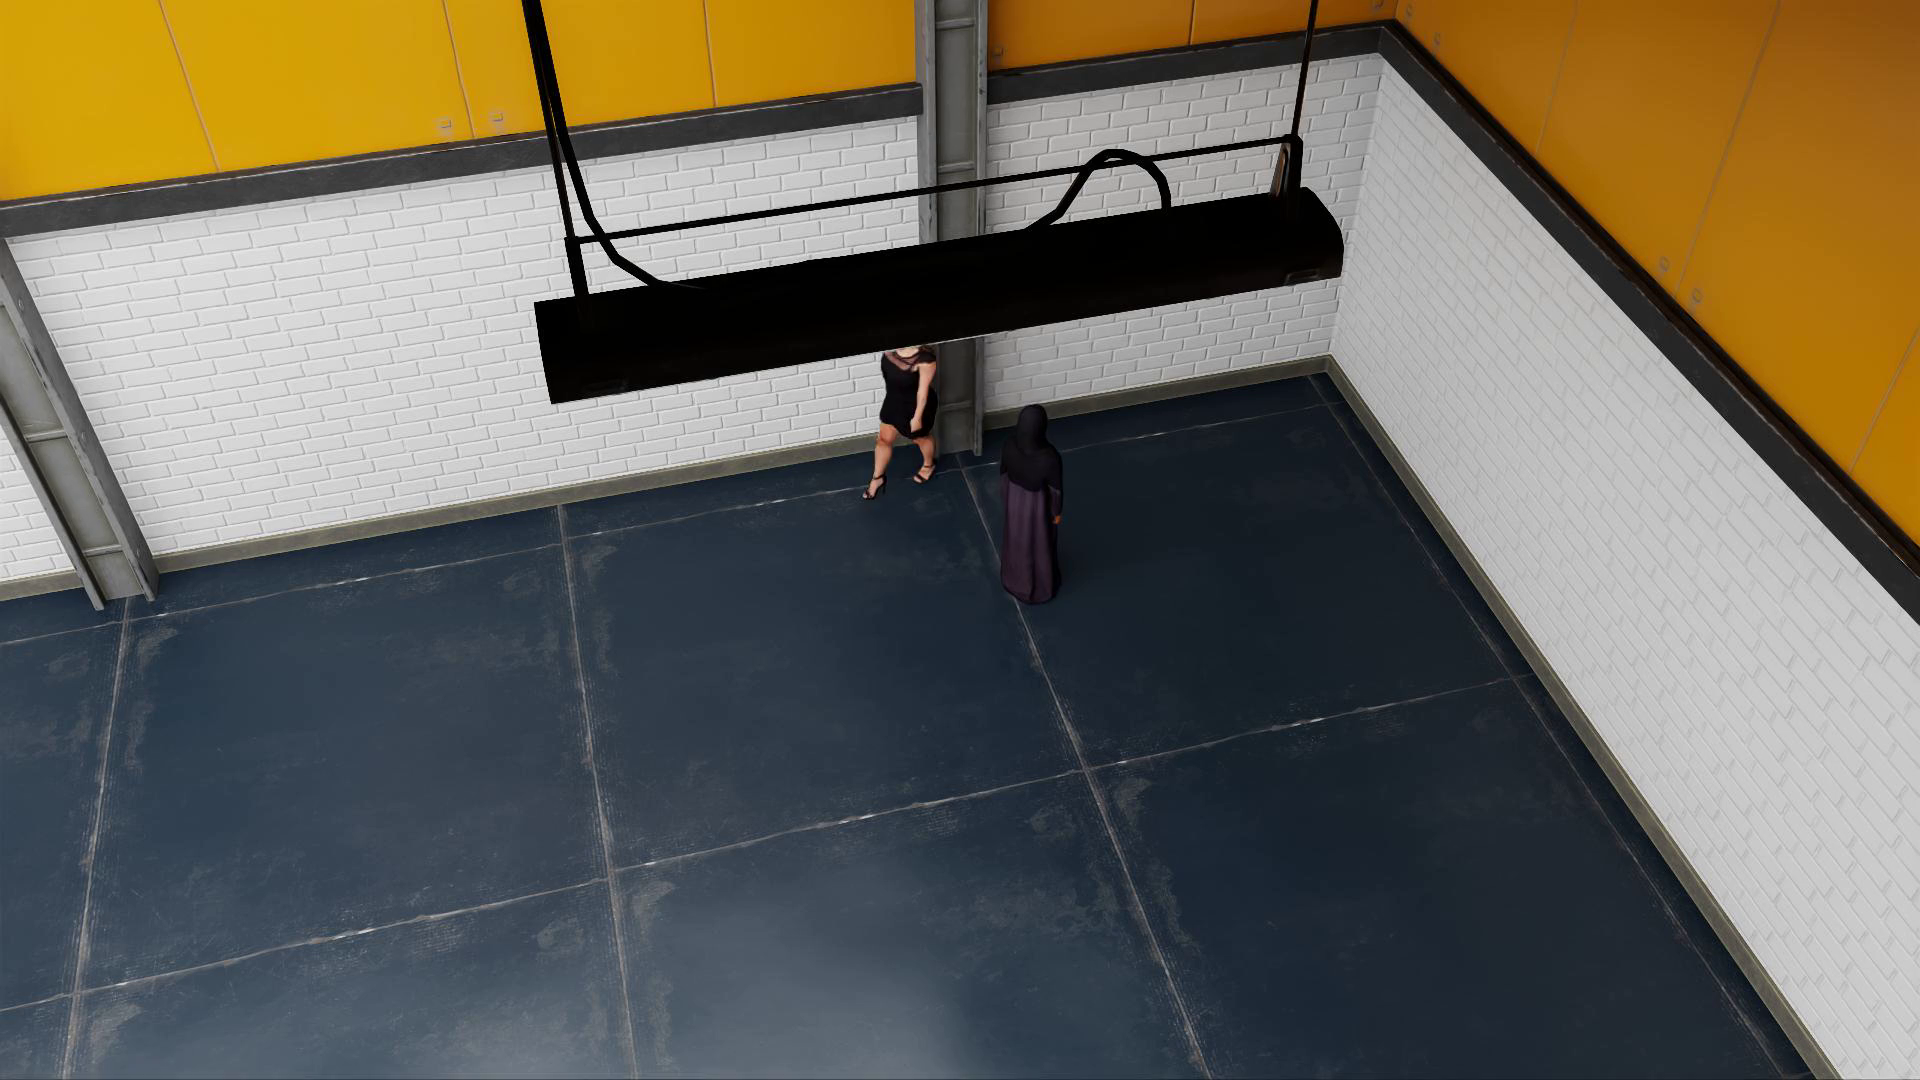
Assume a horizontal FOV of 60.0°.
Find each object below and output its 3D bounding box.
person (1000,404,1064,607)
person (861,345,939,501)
[{"bbox_3d":[0.469,-0.257,11.160,0.712,1.615,0.773,21,48,21],"label":"person"},{"bbox_3d":[-0.288,-1.002,11.896,1.005,1.679,0.891,-30,51,-28],"label":"person"}]
